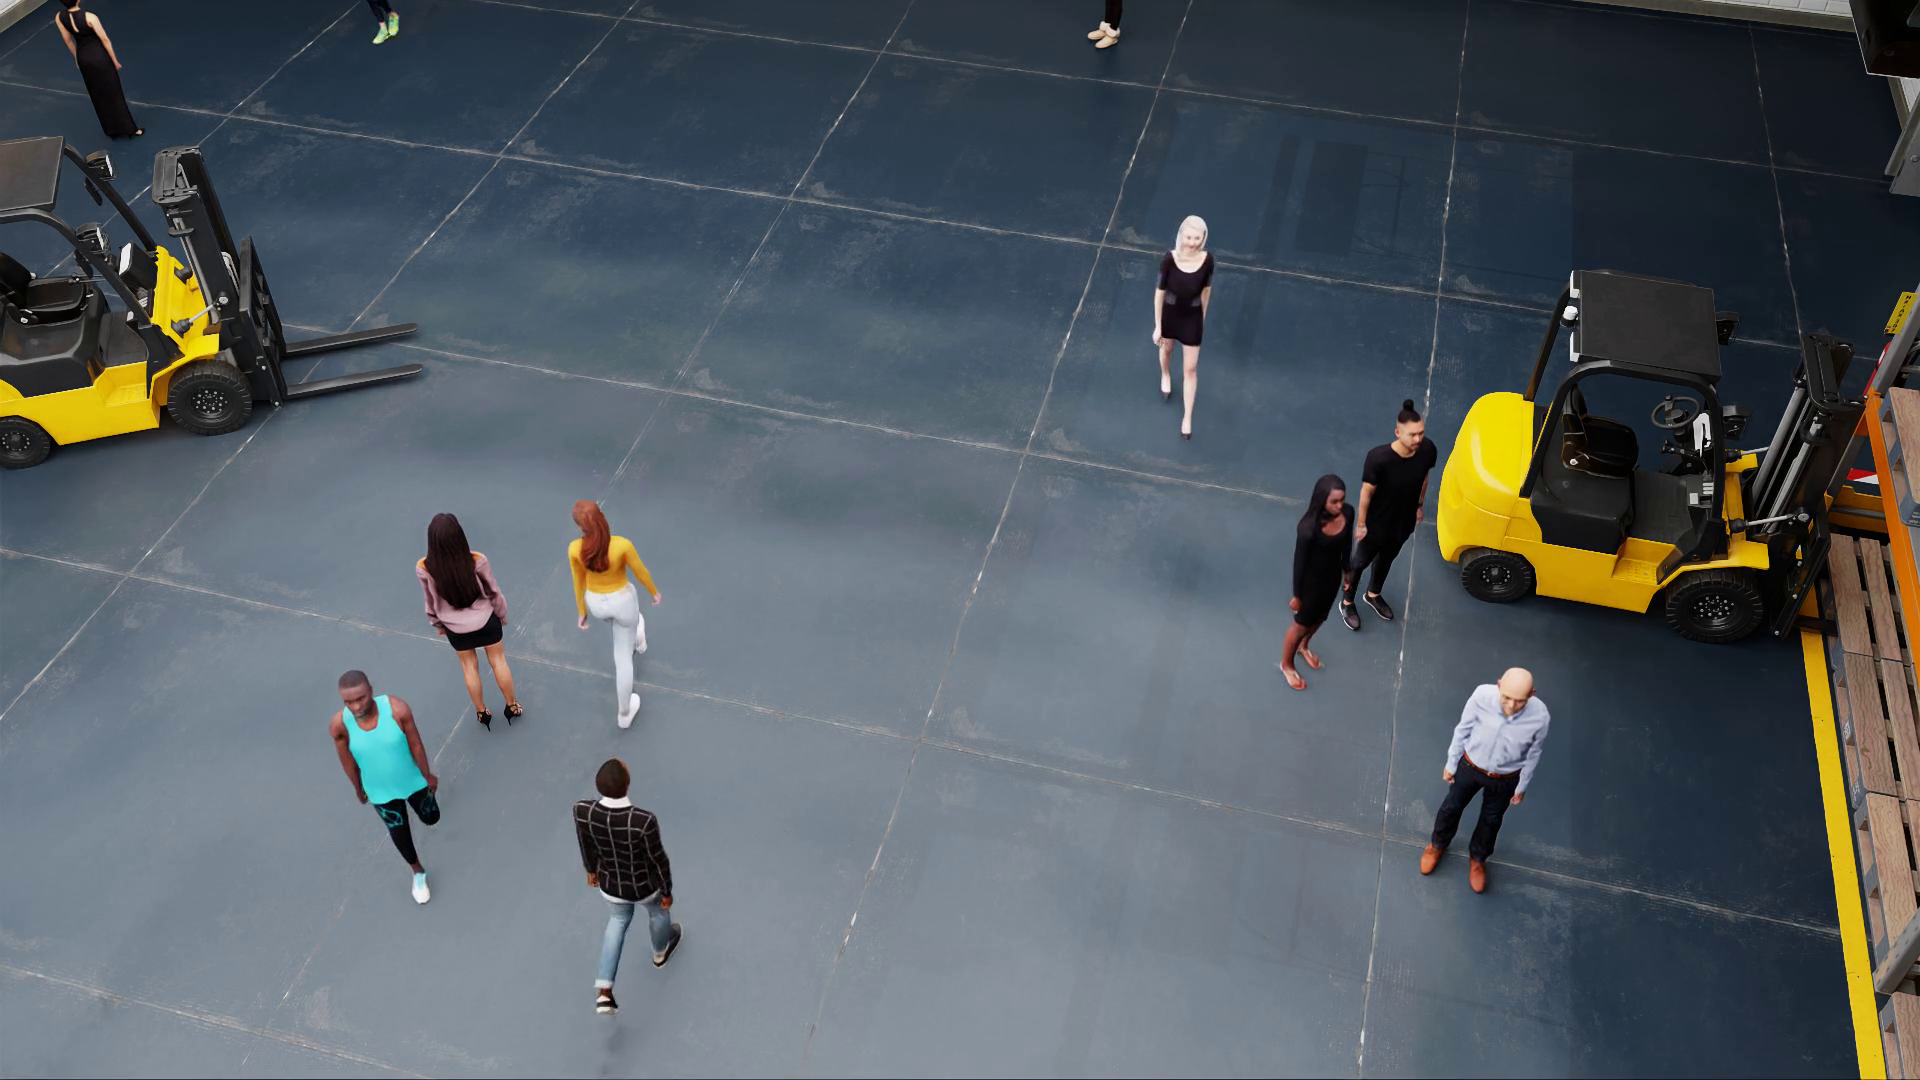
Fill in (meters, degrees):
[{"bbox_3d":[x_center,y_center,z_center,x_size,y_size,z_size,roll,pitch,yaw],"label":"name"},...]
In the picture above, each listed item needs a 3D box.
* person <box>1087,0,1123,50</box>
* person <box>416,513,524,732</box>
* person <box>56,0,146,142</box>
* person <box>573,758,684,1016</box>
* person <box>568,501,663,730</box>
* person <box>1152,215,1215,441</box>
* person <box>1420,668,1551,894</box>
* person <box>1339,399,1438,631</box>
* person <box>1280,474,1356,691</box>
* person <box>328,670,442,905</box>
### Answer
[{"bbox_3d":[1.638,-6.009,17.387,0.762,1.666,0.700,-29,51,-27],"label":"person"},{"bbox_3d":[-3.060,0.527,10.421,0.702,1.811,0.689,-9,44,-9],"label":"person"},{"bbox_3d":[-8.287,-4.574,15.926,0.619,1.604,0.577,1,44,1],"label":"person"},{"bbox_3d":[-1.814,1.912,8.976,0.671,1.799,1.013,10,45,11],"label":"person"},{"bbox_3d":[-2.210,0.510,10.516,0.870,1.706,1.200,1,44,1],"label":"person"},{"bbox_3d":[1.687,-1.749,12.824,0.767,1.792,1.159,2,44,2],"label":"person"},{"bbox_3d":[3.043,1.336,9.589,0.660,1.788,0.590,16,46,16],"label":"person"},{"bbox_3d":[2.865,-0.185,11.132,0.776,1.862,0.793,-14,45,-14],"label":"person"},{"bbox_3d":[2.310,0.227,10.803,0.701,1.719,0.778,-26,49,-24],"label":"person"},{"bbox_3d":[-3.260,1.321,9.603,0.927,1.790,1.047,-14,45,-14],"label":"person"}]
